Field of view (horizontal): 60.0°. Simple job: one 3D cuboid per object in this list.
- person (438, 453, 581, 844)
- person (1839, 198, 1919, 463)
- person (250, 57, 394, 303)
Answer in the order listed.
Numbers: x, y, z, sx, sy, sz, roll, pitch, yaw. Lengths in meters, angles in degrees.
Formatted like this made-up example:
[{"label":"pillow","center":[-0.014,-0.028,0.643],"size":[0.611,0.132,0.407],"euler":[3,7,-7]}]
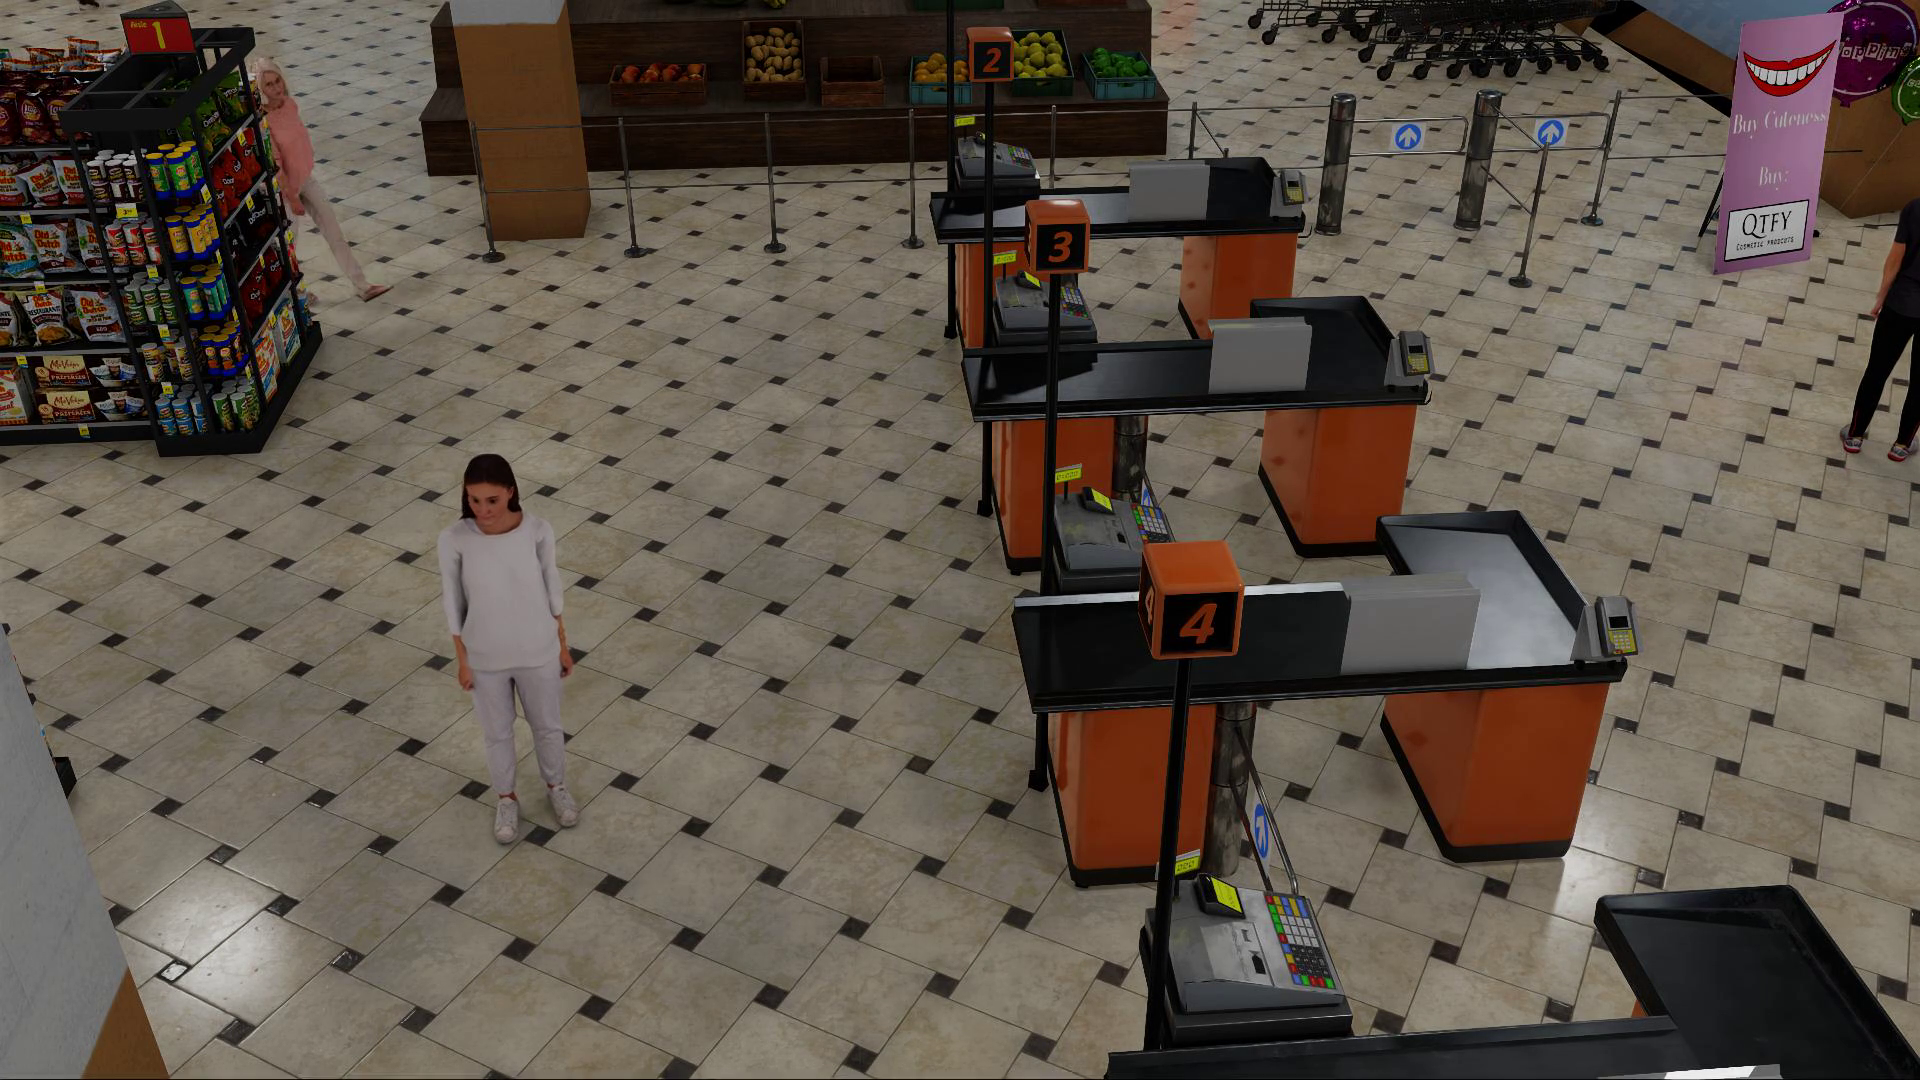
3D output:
[{"label":"person","center":[-1.735,0.404,6.413],"size":[0.564,1.689,0.710],"euler":[-11,34,-17]},{"label":"person","center":[5.211,-1.264,9.021],"size":[0.679,1.764,0.778],"euler":[17,36,25]},{"label":"person","center":[-4.388,-2.265,10.711],"size":[1.130,1.679,0.828],"euler":[6,32,9]}]
